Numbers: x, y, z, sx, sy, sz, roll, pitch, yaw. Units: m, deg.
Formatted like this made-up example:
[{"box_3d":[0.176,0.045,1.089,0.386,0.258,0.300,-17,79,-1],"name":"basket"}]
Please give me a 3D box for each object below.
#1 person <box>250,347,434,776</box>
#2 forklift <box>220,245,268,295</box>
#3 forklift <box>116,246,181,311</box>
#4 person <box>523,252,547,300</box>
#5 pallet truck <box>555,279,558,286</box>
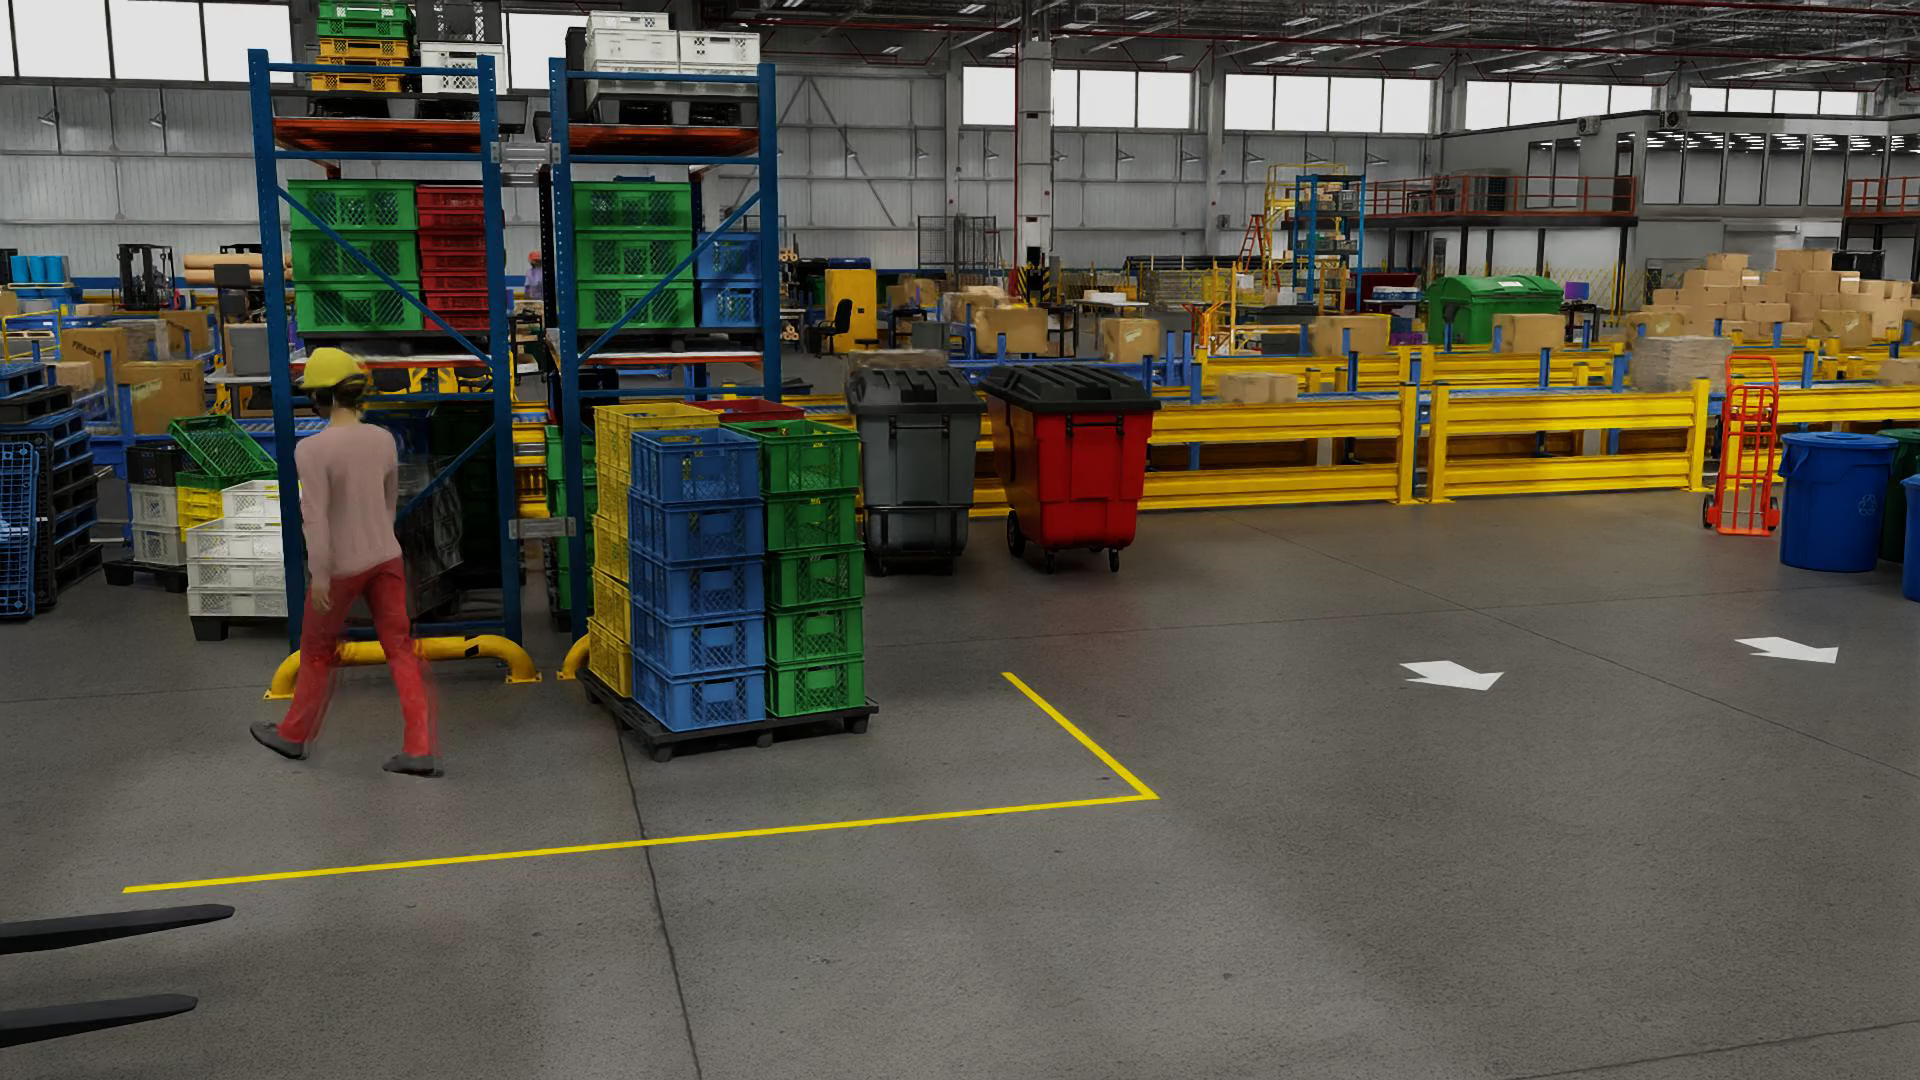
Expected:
[{"box_3d":[-2.500,0.089,6.710,0.890,1.715,0.551,5,11,26],"name":"person"},{"box_3d":[-17.749,-6.334,41.440,1.157,1.987,2.680,-3,10,-17],"name":"forklift"},{"box_3d":[-19.966,-6.232,40.894,1.157,1.987,2.680,-3,10,-15],"name":"forklift"},{"box_3d":[-9.453,-5.383,36.927,0.638,1.993,1.040,5,11,26],"name":"person"},{"box_3d":[-10.604,-6.375,44.520,0.653,1.274,1.630,-3,10,-15],"name":"pallet truck"}]
